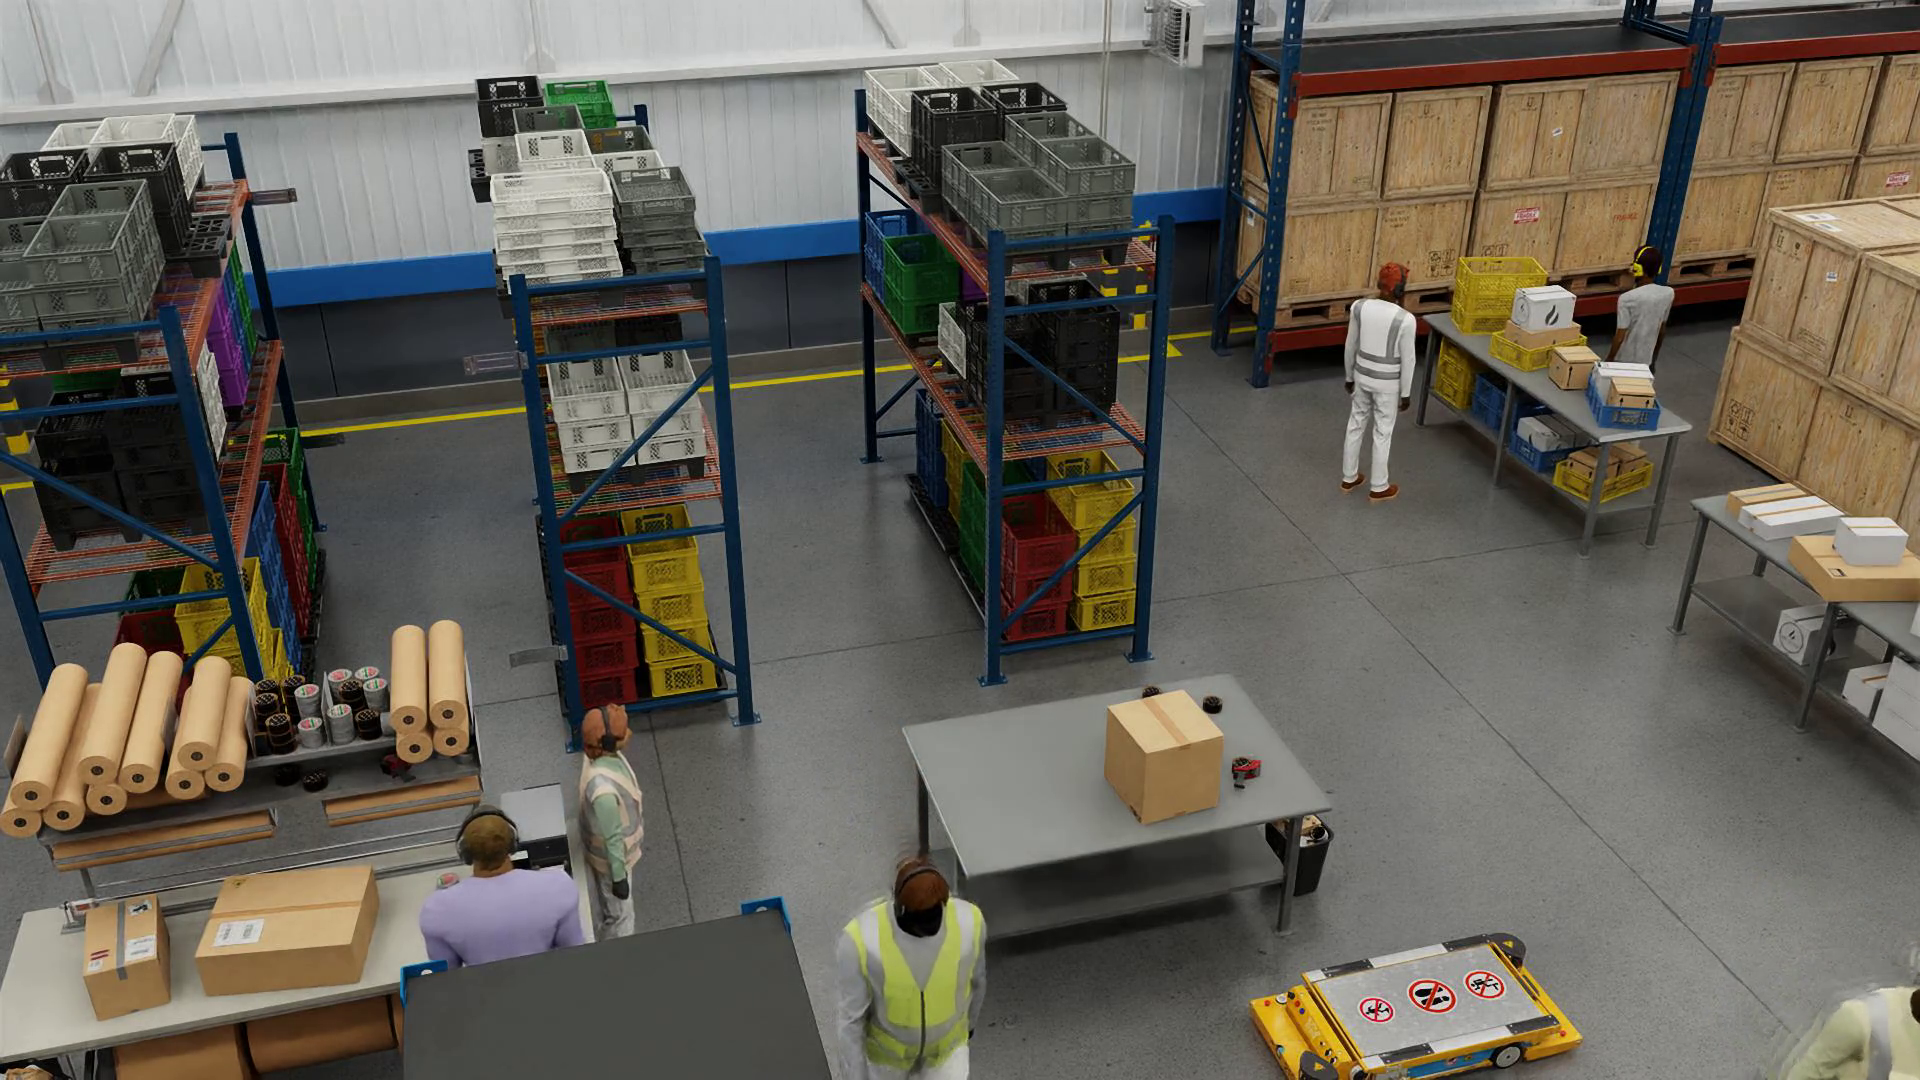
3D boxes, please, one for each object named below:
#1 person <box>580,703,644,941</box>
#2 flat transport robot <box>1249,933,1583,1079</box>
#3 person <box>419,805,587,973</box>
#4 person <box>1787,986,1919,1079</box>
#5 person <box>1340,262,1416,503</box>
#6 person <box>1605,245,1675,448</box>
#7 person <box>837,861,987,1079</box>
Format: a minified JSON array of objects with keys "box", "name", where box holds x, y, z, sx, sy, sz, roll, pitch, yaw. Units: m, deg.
[{"box":[-1.651,1.499,8.000,0.320,1.638,0.520,-5,29,-9],"name":"person"},{"box":[2.184,2.282,7.980,1.431,0.197,0.652,-8,30,-14],"name":"flat transport robot"},{"box":[-1.845,1.924,6.927,0.630,1.931,0.367,-6,29,-11],"name":"person"},{"box":[3.576,2.251,6.471,0.620,1.786,0.467,-1,29,-2],"name":"person"},{"box":[3.179,-1.195,12.642,0.355,1.887,0.572,-25,37,-38],"name":"person"},{"box":[5.245,-1.398,13.035,0.520,1.865,0.328,-9,30,-16],"name":"person"},{"box":[-0.175,2.078,6.778,0.634,1.799,0.878,-5,29,-9],"name":"person"}]
